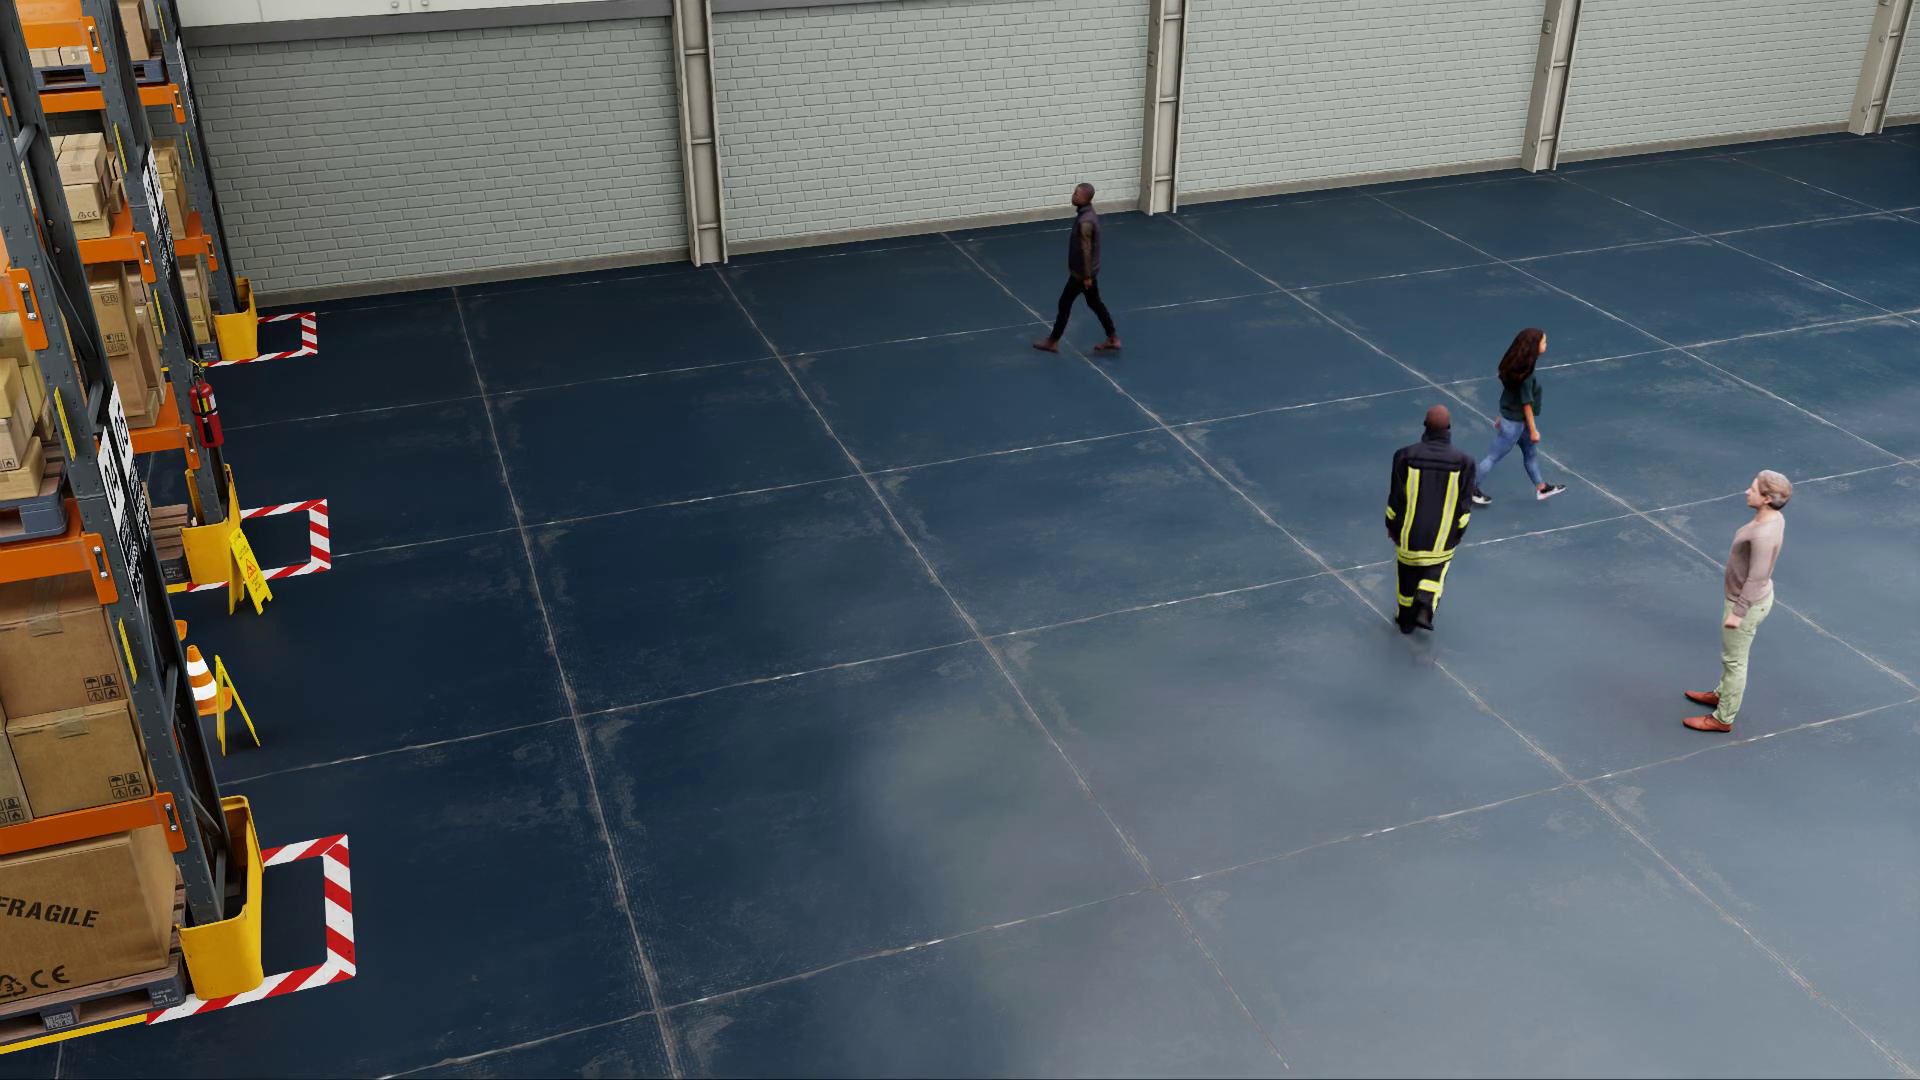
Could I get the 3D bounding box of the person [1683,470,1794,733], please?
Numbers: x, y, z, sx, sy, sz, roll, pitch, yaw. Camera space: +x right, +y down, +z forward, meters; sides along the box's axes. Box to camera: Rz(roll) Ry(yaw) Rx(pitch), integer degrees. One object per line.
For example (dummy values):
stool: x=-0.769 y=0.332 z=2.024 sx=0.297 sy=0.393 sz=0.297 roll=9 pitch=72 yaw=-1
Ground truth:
person: x=5.199 y=0.403 z=11.009 sx=0.825 sy=1.875 sz=0.764 roll=12 pitch=30 yaw=22

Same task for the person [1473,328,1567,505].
person: x=4.564 y=-0.990 z=13.943 sx=1.156 sy=1.575 sz=0.955 roll=5 pitch=28 yaw=10

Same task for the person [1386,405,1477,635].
person: x=3.380 y=-0.105 z=12.023 sx=0.961 sy=1.817 sz=1.019 roll=7 pitch=29 yaw=13

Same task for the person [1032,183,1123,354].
person: x=1.348 y=-2.726 z=16.974 sx=1.287 sy=1.790 sz=1.061 roll=3 pitch=28 yaw=5
